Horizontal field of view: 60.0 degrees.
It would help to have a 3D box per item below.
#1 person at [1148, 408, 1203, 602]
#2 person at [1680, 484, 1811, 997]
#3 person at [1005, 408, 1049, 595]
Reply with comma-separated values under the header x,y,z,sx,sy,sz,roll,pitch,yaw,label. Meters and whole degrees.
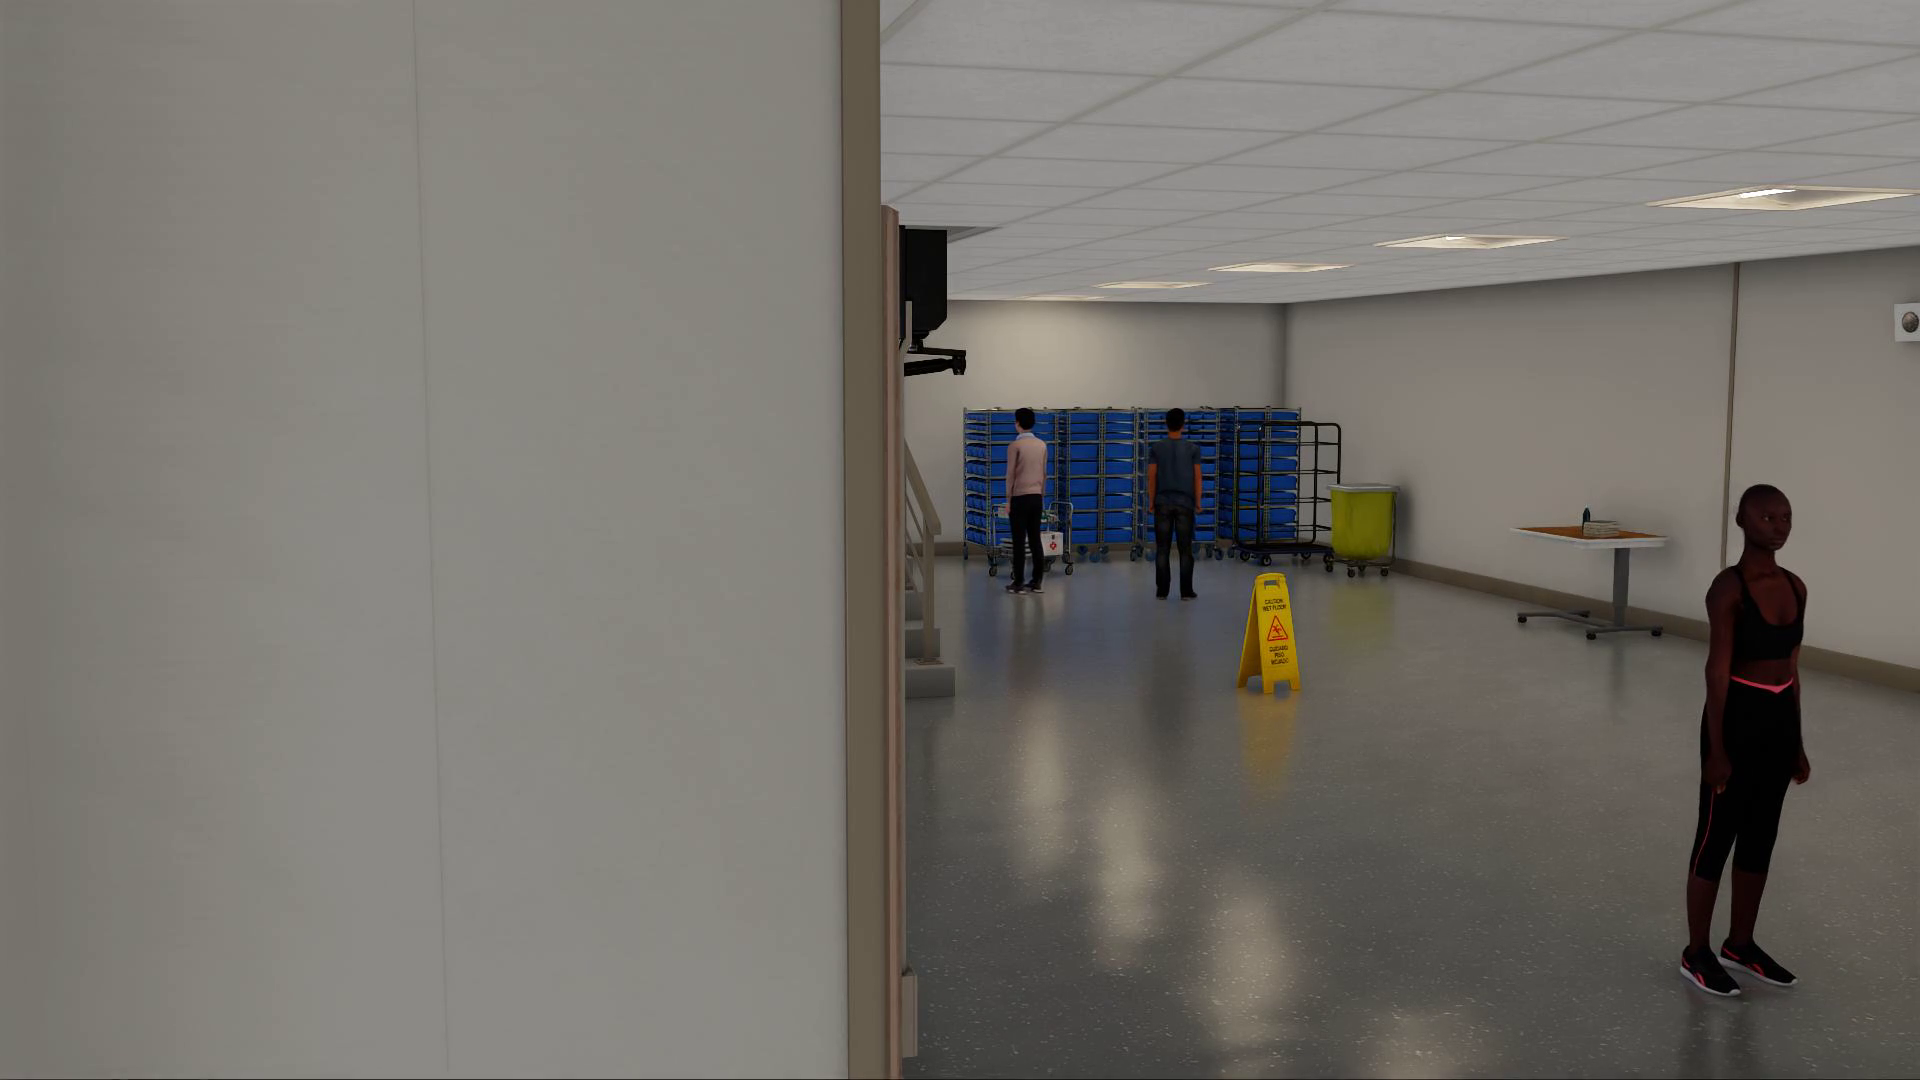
x,y,z,sx,sy,sz,roll,pitch,yaw,label
2.021,-0.338,15.687,0.731,1.809,0.707,1,6,12,person
2.760,0.713,5.828,0.616,1.693,0.561,-2,6,-22,person
0.639,-0.389,16.213,0.678,1.807,0.656,-4,7,-34,person
